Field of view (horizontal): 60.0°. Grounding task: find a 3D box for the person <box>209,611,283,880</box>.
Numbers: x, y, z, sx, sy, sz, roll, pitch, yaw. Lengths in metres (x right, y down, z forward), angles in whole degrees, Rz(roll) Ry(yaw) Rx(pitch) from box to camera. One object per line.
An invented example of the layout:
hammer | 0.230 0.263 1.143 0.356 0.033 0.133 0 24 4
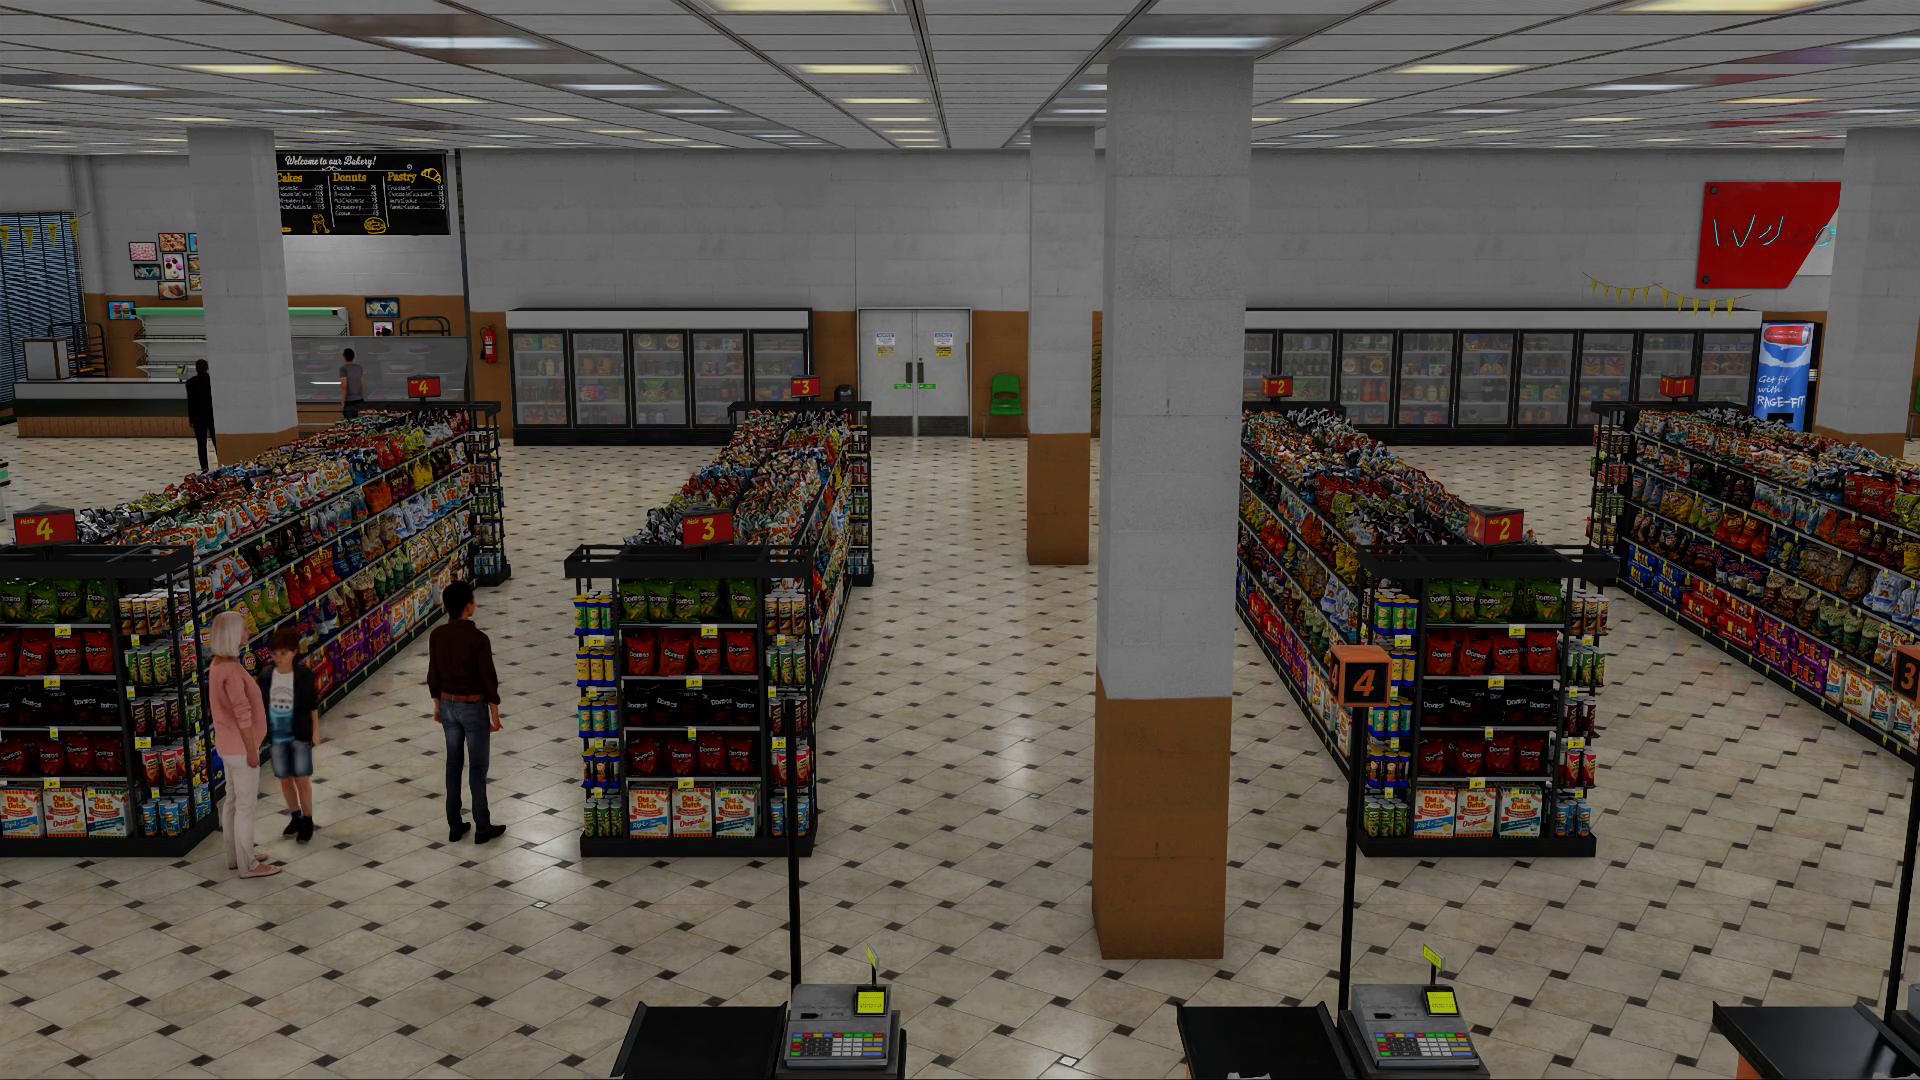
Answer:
person | -4.600 1.289 10.586 0.740 1.726 0.656 -9 15 -37

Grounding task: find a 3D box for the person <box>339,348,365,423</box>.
person | -10.084 -2.309 27.603 0.763 1.754 0.633 6 13 27

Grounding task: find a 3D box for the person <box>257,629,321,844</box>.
person | -4.526 1.293 11.267 0.534 1.438 0.620 0 12 2

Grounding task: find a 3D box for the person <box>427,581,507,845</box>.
person | -3.321 1.147 11.131 0.707 1.779 0.621 4 12 17

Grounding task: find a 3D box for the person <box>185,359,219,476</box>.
person | -11.421 -1.836 25.203 0.783 1.818 0.831 -11 16 -41
